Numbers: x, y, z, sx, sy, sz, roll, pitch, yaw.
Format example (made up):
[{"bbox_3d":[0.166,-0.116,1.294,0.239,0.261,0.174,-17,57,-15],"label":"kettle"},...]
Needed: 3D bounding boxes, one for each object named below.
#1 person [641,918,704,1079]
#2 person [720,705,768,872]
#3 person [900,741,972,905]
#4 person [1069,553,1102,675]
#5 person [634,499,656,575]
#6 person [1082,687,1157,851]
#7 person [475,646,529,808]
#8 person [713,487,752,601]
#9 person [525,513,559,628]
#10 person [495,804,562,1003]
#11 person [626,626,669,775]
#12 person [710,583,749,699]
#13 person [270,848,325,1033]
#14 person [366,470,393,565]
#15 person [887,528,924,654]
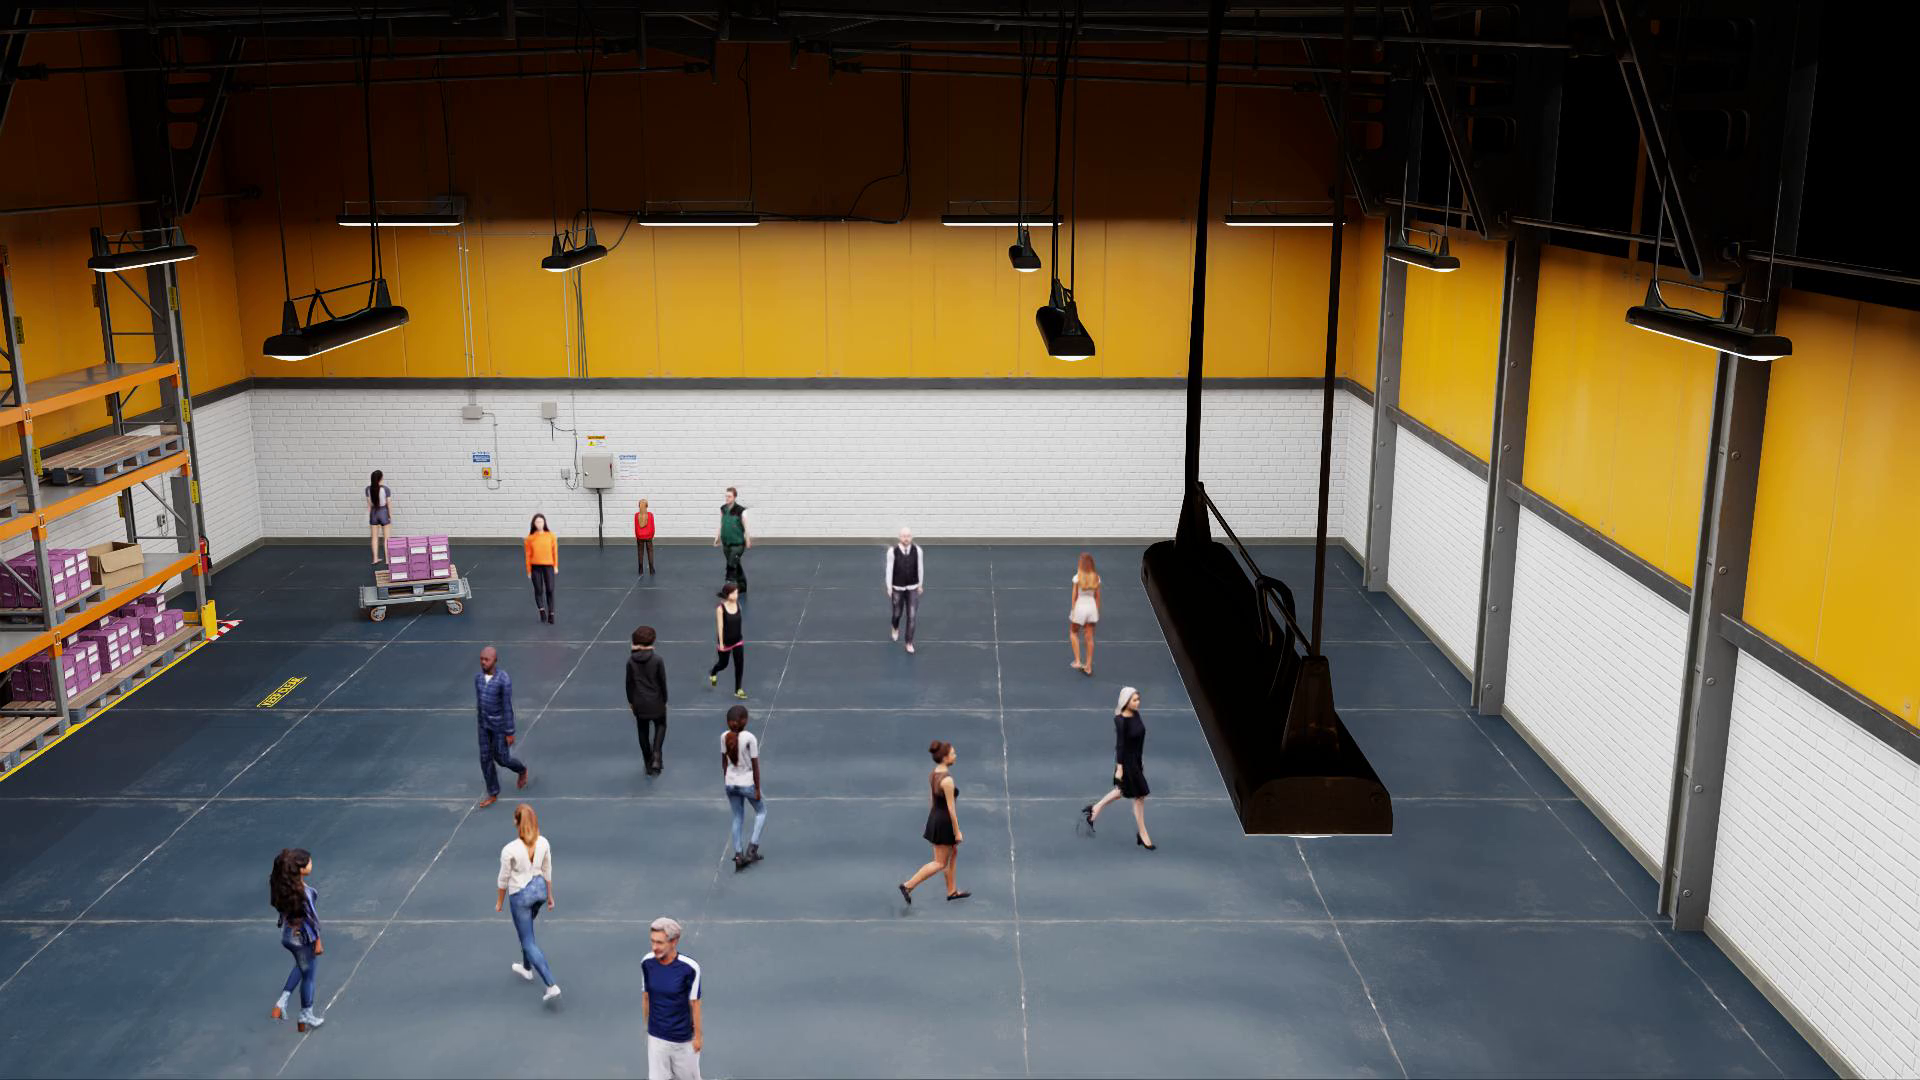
[{"bbox_3d":[-2.048,3.560,12.131,0.805,1.826,0.980,4,14,18],"label":"person"},{"bbox_3d":[-2.226,2.509,16.713,0.724,1.713,0.753,5,15,21],"label":"person"},{"bbox_3d":[-0.244,2.740,15.885,0.795,1.654,0.962,-4,14,-17],"label":"person"},{"bbox_3d":[1.741,1.035,22.883,0.674,1.674,0.732,-3,14,-14],"label":"person"},{"bbox_3d":[-5.364,-0.067,28.267,0.513,1.282,0.524,-2,14,-10],"label":"person"},{"bbox_3d":[1.684,2.359,17.325,0.998,1.716,1.099,8,16,29],"label":"person"},{"bbox_3d":[-5.132,2.034,18.487,0.884,1.800,1.067,6,15,23],"label":"person"},{"bbox_3d":[-3.584,0.033,26.739,1.006,1.806,1.140,10,17,36],"label":"person"},{"bbox_3d":[-6.351,0.445,25.235,0.846,1.712,1.147,-4,14,-17],"label":"person"},{"bbox_3d":[-3.655,3.123,14.228,1.118,1.689,1.097,11,18,39],"label":"person"},{"bbox_3d":[-3.603,1.878,19.194,0.632,1.772,0.631,0,14,-1],"label":"person"},{"bbox_3d":[-3.085,1.317,22.009,0.873,1.536,0.973,-11,18,-39],"label":"person"},{"bbox_3d":[-5.488,3.303,13.644,0.781,1.614,0.836,10,17,36],"label":"person"},{"bbox_3d":[-10.067,-0.398,28.859,0.591,1.646,0.507,1,14,3],"label":"person"},{"bbox_3d":[-0.794,0.699,23.981,0.816,1.811,0.969,-4,14,-14],"label":"person"}]
